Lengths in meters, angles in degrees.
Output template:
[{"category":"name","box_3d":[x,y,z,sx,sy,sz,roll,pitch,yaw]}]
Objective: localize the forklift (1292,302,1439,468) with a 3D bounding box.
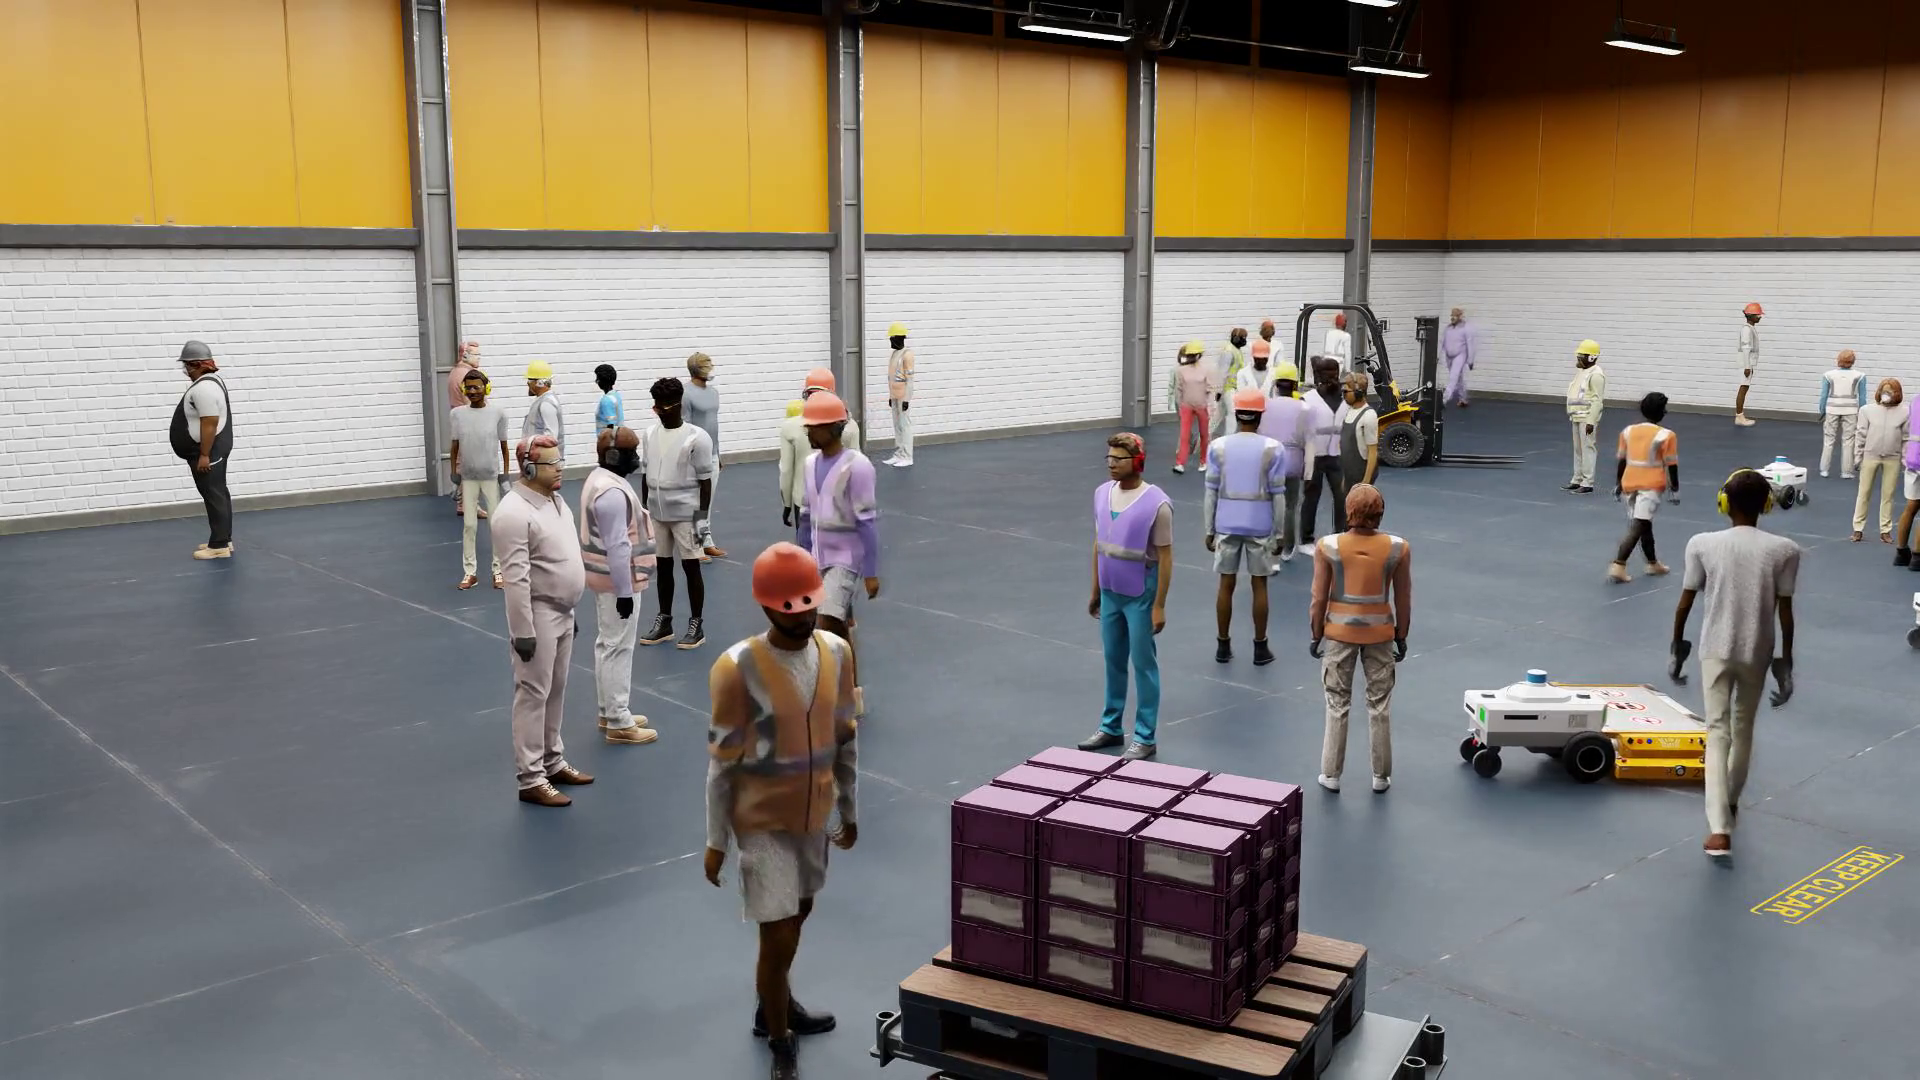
[{"category":"forklift","box_3d":[5.320,-2.157,22.763,2.313,2.155,1.214,3,10,16]}]

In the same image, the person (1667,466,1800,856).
[{"category":"person","box_3d":[3.699,0.561,7.979,0.537,1.820,0.988,3,10,18]}]

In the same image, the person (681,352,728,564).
[{"category":"person","box_3d":[-2.388,-0.760,15.332,0.372,1.940,0.629,4,10,21]}]

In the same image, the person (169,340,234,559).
[{"category":"person","box_3d":[-7.089,-0.848,15.551,0.535,2.000,0.688,-3,10,-16]}]

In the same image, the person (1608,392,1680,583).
[{"category":"person","box_3d":[5.928,-0.456,14.405,0.880,1.648,0.542,-5,11,-28]}]

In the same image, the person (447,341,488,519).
[{"category":"person","box_3d":[-5.267,-1.182,17.912,0.399,1.905,0.642,-6,11,-30]}]

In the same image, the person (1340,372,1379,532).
[{"category":"person","box_3d":[3.380,-0.510,14.169,0.350,1.837,0.506,-1,10,-8]}]

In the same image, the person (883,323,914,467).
[{"category":"person","box_3d":[-0.809,-1.946,22.307,0.364,1.928,0.586,-5,11,-26]}]

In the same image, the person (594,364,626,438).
[{"category":"person","box_3d":[-3.644,-0.992,17.398,0.322,1.695,0.536,0,10,-3]}]

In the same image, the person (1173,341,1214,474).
[{"category":"person","box_3d":[3.037,-1.709,21.526,0.534,1.717,0.906,5,11,25]}]

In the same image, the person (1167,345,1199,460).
[{"category":"person","box_3d":[3.168,-1.940,23.235,0.507,1.601,0.793,6,12,33]}]

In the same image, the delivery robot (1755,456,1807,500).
[{"category":"delivery robot","box_3d":[9.241,-0.701,18.759,0.707,0.478,0.477,-8,13,-39]}]

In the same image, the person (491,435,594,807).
[{"category":"person","box_3d":[-2.140,0.404,8.611,0.408,1.908,0.646,1,10,7]}]

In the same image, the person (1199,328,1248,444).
[{"category":"person","box_3d":[3.854,-2.232,24.474,0.708,1.788,0.673,3,10,16]}]

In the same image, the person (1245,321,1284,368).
[{"category":"person","box_3d":[4.655,-2.437,25.501,0.588,1.833,1.014,-1,10,-4]}]

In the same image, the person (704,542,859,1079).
[{"category":"person","box_3d":[-0.603,0.919,5.677,0.609,1.899,0.608,-9,13,-42]}]

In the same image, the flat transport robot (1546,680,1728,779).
[{"category":"flat transport robot","box_3d":[3.844,1.065,9.522,0.652,0.197,1.431,0,10,1]}]

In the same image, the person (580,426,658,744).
[{"category":"person","box_3d":[-1.976,0.255,9.680,0.429,1.840,0.635,-3,10,-18]}]

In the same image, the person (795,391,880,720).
[{"category":"person","box_3d":[-0.804,0.136,9.841,0.663,2.017,0.652,-8,12,-37]}]

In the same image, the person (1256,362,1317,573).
[{"category":"person","box_3d":[2.892,-0.660,14.959,0.584,1.869,1.024,2,10,11]}]

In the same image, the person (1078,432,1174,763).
[{"category":"person","box_3d":[0.958,0.314,9.319,0.396,1.844,0.564,-7,12,-37]}]

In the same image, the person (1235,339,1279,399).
[{"category":"person","box_3d":[3.458,-1.393,19.285,0.535,1.869,1.084,1,10,8]}]

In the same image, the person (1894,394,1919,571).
[{"category":"person","box_3d":[8.705,-0.676,14.895,0.399,1.928,0.546,0,10,-2]}]

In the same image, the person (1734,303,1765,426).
[{"category":"person","box_3d":[13.127,-2.919,27.669,0.377,2.044,0.607,5,11,27]}]

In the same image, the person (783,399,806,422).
[{"category":"person","box_3d":[-1.134,-0.254,13.023,0.482,1.716,0.495,0,10,2]}]

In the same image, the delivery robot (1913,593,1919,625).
[{"category":"delivery robot","box_3d":[7.135,0.503,11.713,0.707,0.478,0.477,1,10,7]}]

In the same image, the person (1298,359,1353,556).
[{"category":"person","box_3d":[3.431,-0.737,15.389,0.669,1.871,0.846,-3,10,-18]}]

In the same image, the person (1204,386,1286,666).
[{"category":"person","box_3d":[1.967,-0.097,11.497,0.558,1.926,0.407,4,10,20]}]

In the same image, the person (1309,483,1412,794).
[{"category":"person","box_3d":[2.090,0.521,8.711,0.525,1.639,0.307,1,10,5]}]

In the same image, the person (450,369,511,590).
[{"category":"person","box_3d":[-4.059,-0.509,14.065,0.513,1.872,0.328,-1,10,-7]}]

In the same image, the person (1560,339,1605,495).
[{"category":"person","box_3d":[7.383,-1.453,19.691,0.403,1.837,0.590,0,10,0]}]

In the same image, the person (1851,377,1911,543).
[{"category":"person","box_3d":[9.065,-0.782,16.355,0.497,1.633,0.279,4,11,23]}]

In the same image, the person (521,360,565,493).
[{"category":"person","box_3d":[-3.969,-0.795,15.844,0.404,1.831,0.601,-3,10,-16]}]

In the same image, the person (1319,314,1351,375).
[{"category":"person","box_3d":[6.374,-2.928,28.385,0.990,1.829,0.575,-5,11,-29]}]

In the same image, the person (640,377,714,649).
[{"category":"person","box_3d":[-2.057,-0.194,11.961,0.604,1.959,0.379,5,11,27]}]

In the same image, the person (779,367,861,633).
[{"category":"person","box_3d":[-1.035,-0.287,12.395,0.612,1.995,0.393,0,10,-2]}]

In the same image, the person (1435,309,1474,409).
[{"category":"person","box_3d":[9.085,-3.328,30.630,1.035,1.845,0.636,-5,11,-27]}]

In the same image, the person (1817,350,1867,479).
[{"category":"person","box_3d":[11.192,-1.587,21.114,0.529,1.629,0.431,6,11,31]}]

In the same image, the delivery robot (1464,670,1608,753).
[{"category":"delivery robot","box_3d":[3.134,0.952,9.081,0.707,0.478,0.477,0,10,1]}]
